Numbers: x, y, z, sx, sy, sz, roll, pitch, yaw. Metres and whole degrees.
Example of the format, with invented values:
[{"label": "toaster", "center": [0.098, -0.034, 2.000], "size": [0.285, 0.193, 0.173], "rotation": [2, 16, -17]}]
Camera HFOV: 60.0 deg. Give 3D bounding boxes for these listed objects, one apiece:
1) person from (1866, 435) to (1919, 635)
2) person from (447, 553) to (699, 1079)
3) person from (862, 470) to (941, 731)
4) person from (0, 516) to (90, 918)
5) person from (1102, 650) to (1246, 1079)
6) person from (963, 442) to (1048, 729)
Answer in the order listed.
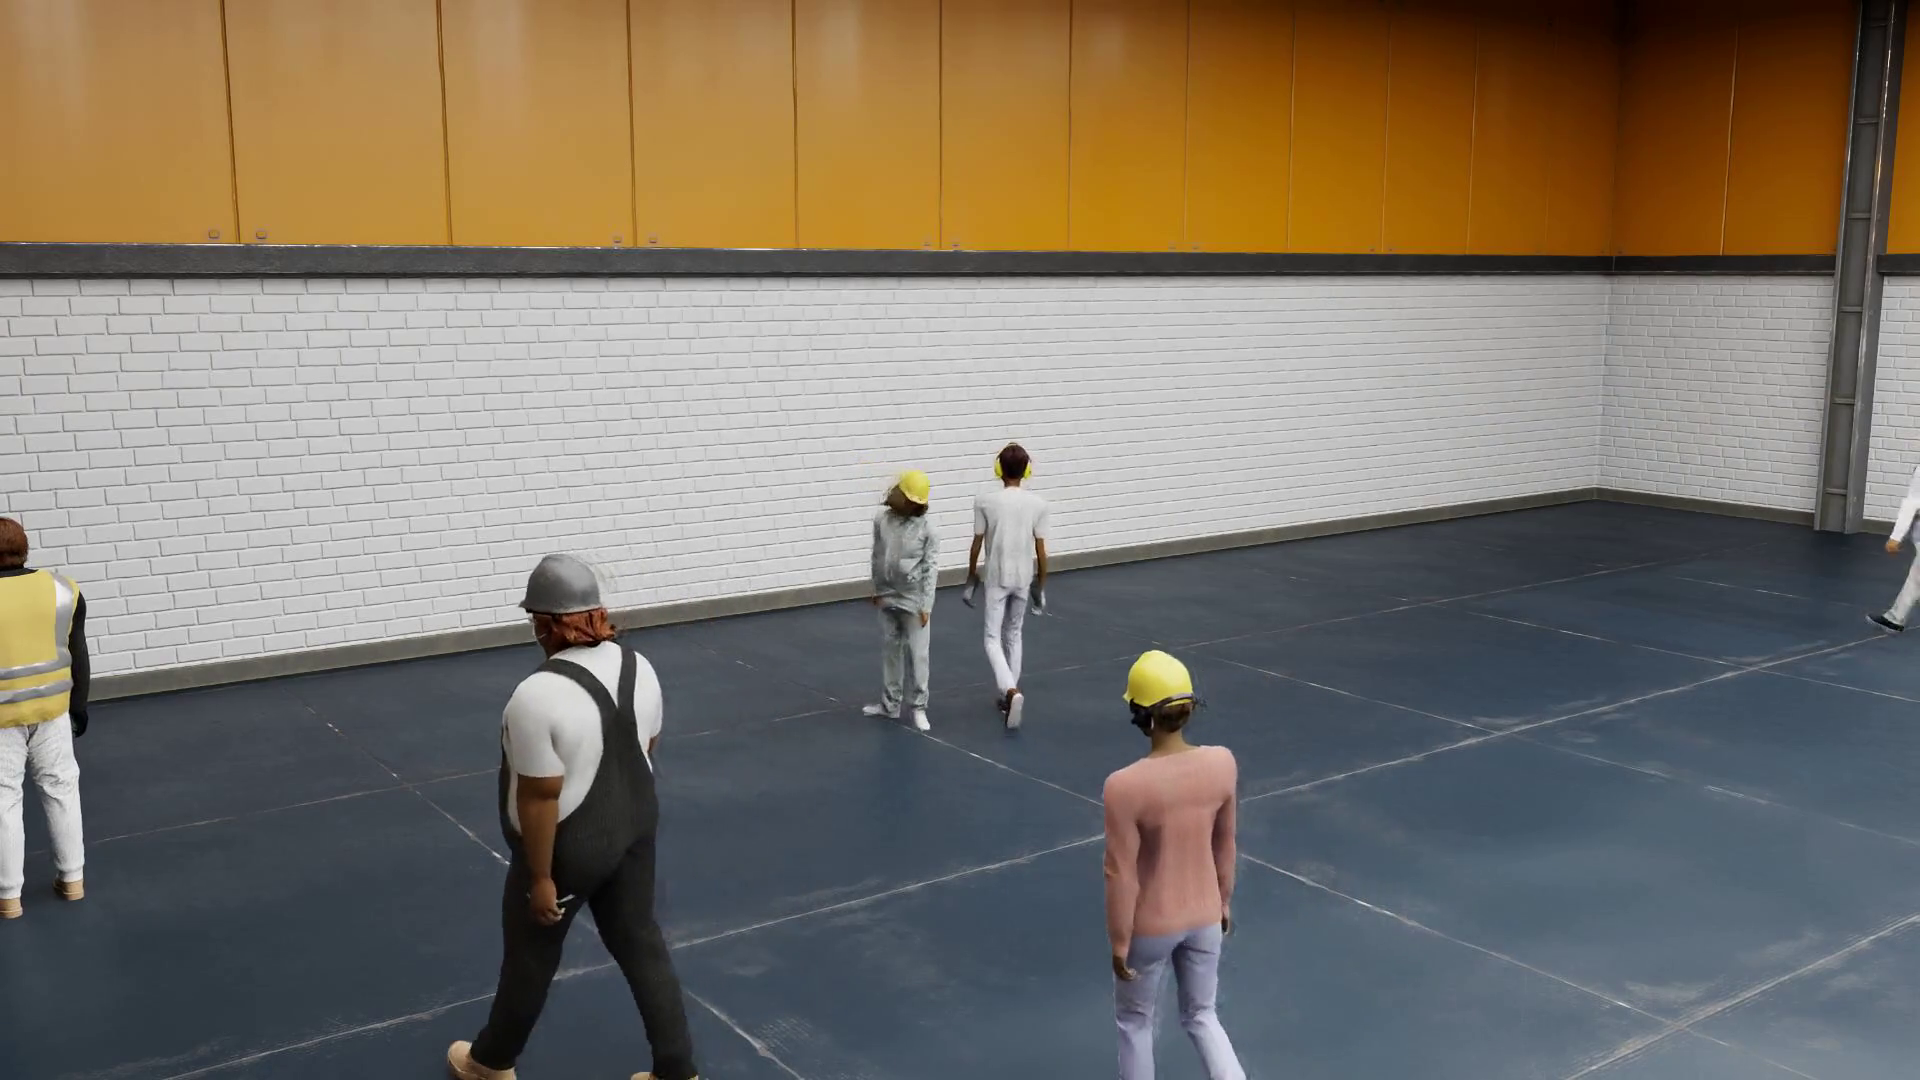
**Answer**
[{"label": "person", "center": [7.572, -0.067, 13.138], "size": [0.614, 1.787, 0.885], "rotation": [-6, 11, -31]}, {"label": "person", "center": [-1.358, 0.993, 5.858], "size": [0.995, 2.000, 0.692], "rotation": [6, 11, 33]}, {"label": "person", "center": [-0.422, 0.375, 10.726], "size": [0.672, 1.697, 0.367], "rotation": [6, 11, 33]}, {"label": "person", "center": [-4.332, 0.803, 7.646], "size": [0.429, 1.841, 0.633], "rotation": [8, 12, 39]}, {"label": "person", "center": [0.704, 1.228, 5.318], "size": [0.529, 1.747, 0.642], "rotation": [-4, 10, -25]}, {"label": "person", "center": [0.310, 0.289, 10.822], "size": [0.538, 1.845, 0.795], "rotation": [-2, 9, -13]}]
